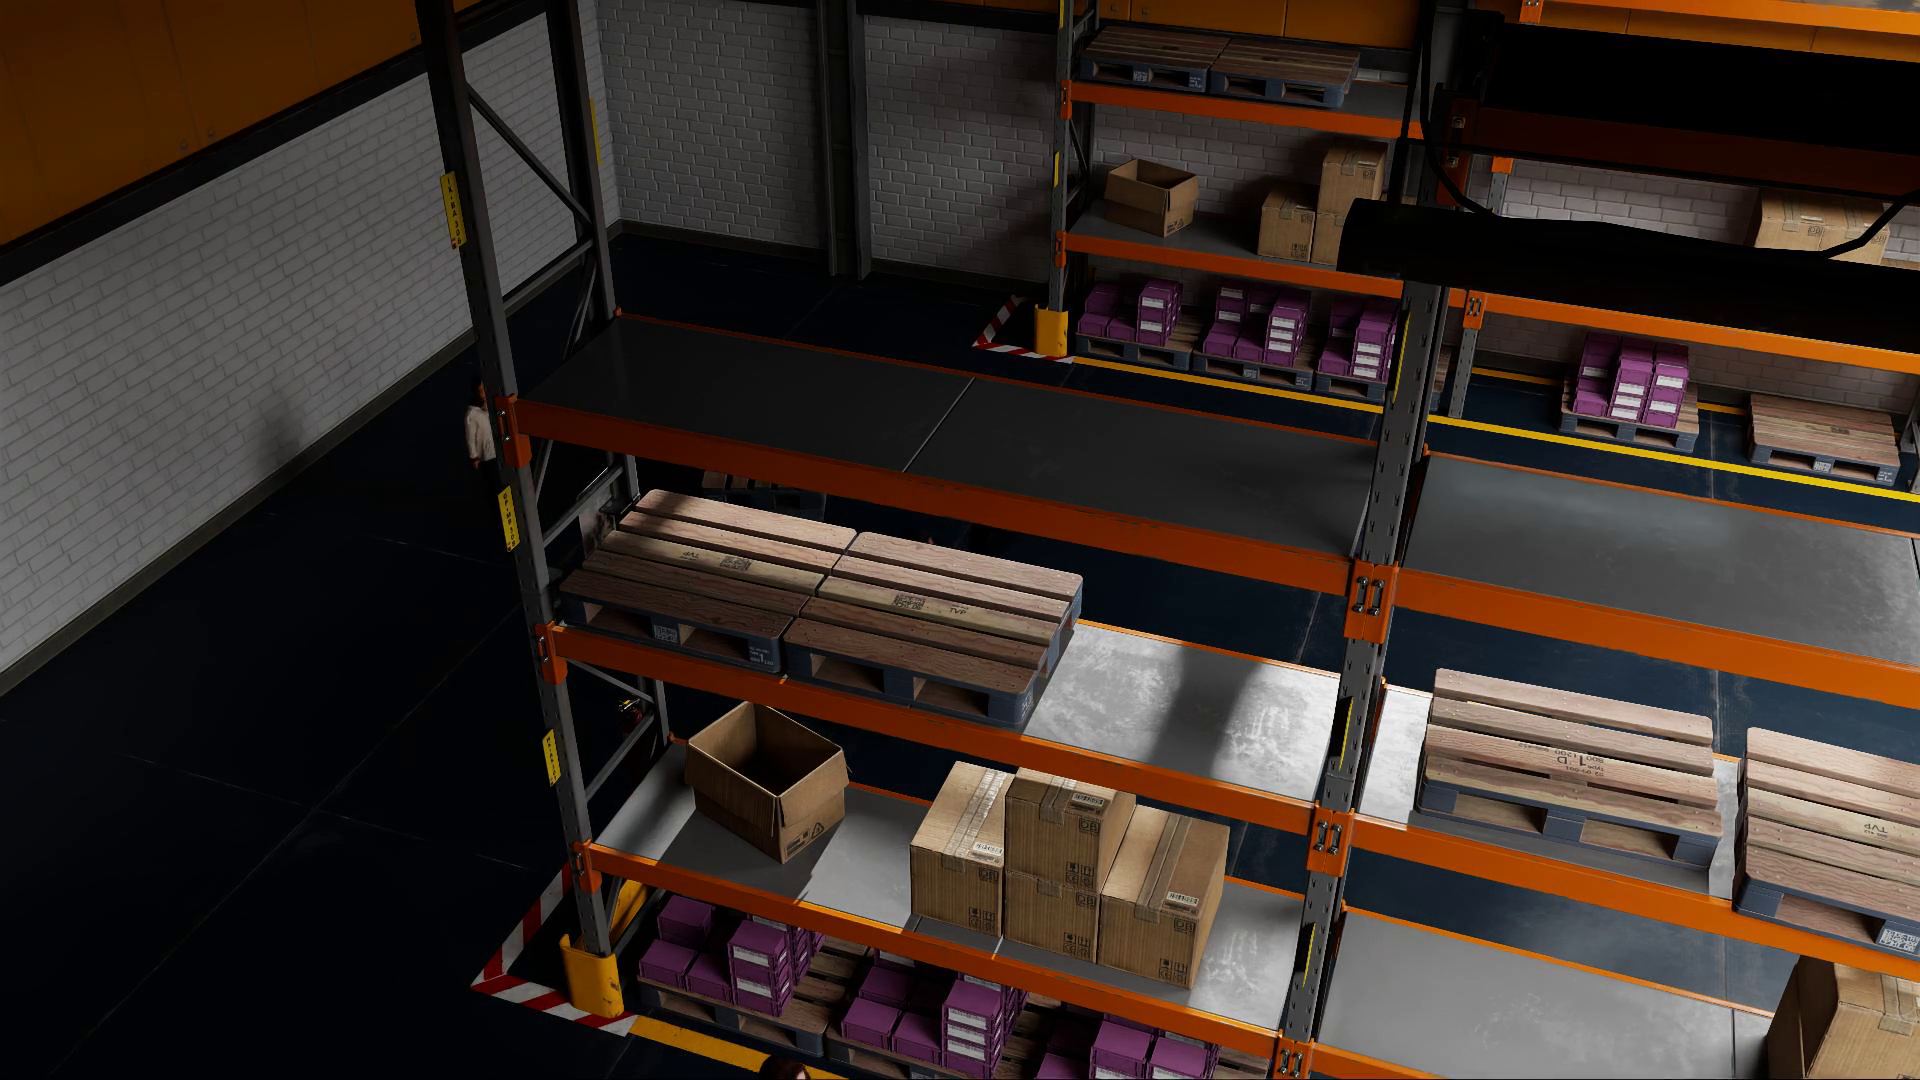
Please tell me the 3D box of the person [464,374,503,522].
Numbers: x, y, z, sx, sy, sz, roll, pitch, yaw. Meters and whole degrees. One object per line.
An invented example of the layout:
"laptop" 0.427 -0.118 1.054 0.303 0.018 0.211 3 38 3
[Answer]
"person" -3.960 -0.764 13.931 0.883 1.435 0.724 22 39 29

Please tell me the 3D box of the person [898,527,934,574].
"person" -0.373 0.659 11.570 0.898 1.678 0.838 -14 36 -21
